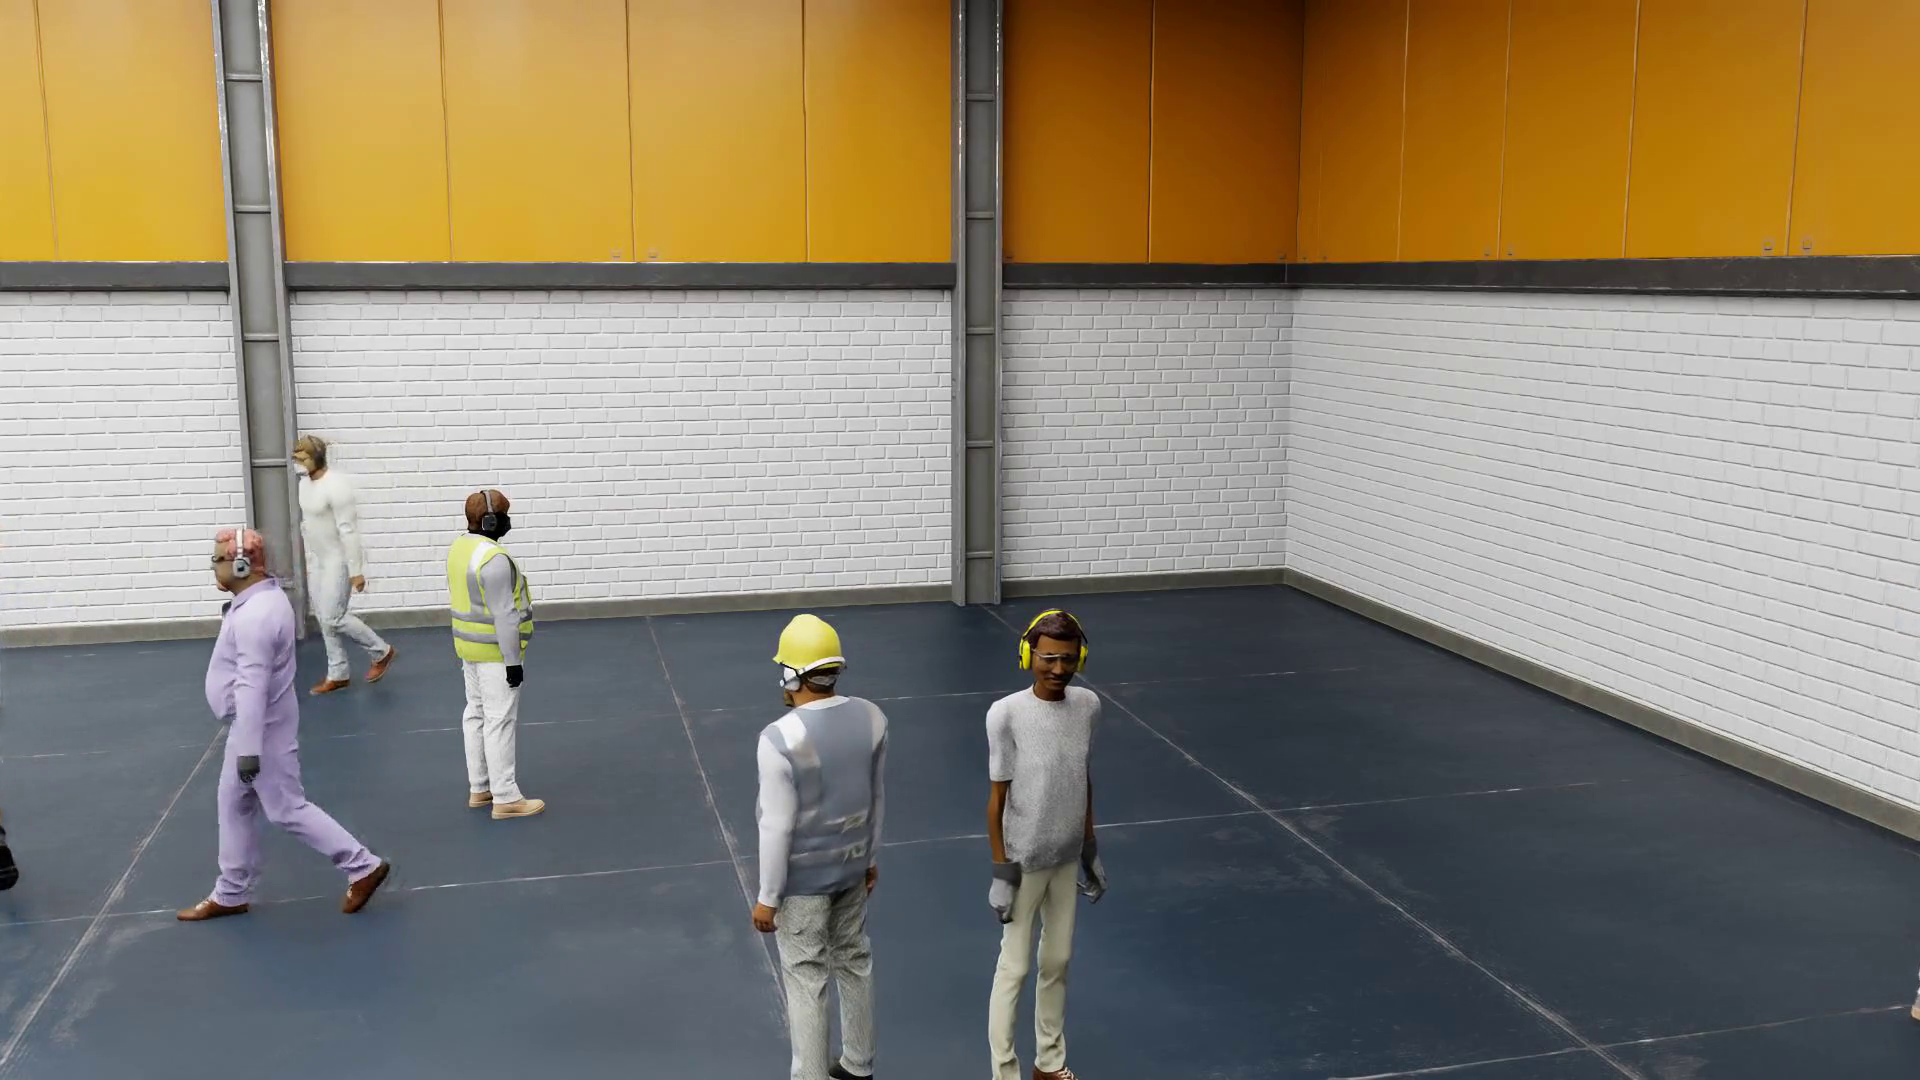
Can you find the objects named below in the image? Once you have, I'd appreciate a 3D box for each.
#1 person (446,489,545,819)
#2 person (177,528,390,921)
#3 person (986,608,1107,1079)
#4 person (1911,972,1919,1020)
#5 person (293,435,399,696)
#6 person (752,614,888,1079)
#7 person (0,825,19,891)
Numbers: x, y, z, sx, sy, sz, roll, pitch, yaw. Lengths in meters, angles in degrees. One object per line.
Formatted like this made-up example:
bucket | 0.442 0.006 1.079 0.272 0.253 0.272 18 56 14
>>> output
person | -2.610 0.631 9.325 0.429 1.844 0.627 -7 12 -39
person | -3.195 0.864 7.780 0.900 1.881 0.665 -3 10 -20
person | 0.319 1.160 5.959 0.521 1.864 0.335 -7 11 -36
person | 4.083 1.052 6.567 0.343 1.883 0.583 -2 9 -12
person | -4.474 0.176 11.979 0.567 1.911 0.635 -9 13 -43
person | -0.519 1.172 5.973 0.404 1.829 0.600 8 12 40
person | -4.925 0.799 8.064 0.746 1.915 0.558 8 12 42
